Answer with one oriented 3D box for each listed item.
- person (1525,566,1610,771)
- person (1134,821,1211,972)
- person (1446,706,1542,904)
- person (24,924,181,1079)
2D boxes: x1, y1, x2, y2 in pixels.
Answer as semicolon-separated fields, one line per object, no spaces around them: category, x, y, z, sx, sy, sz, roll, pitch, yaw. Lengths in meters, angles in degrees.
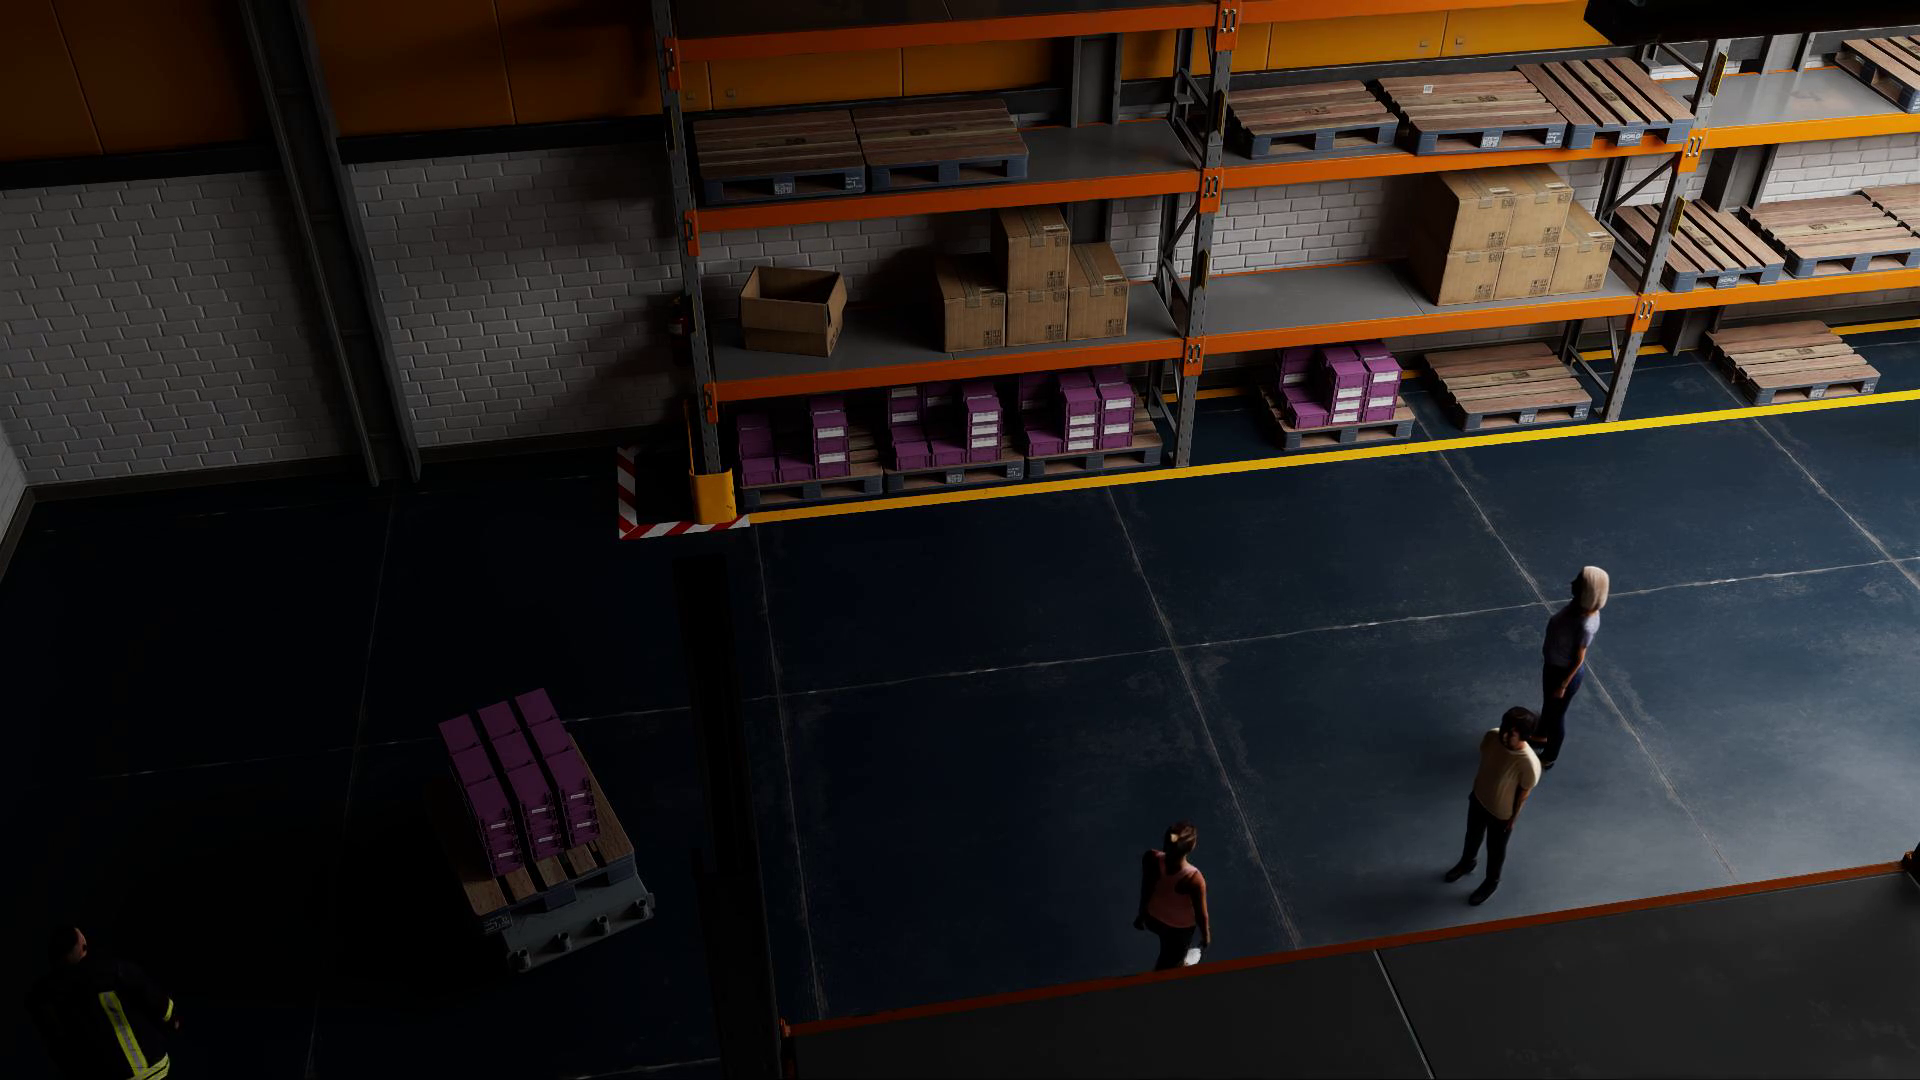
person;4.067;0.852;11.184;0.607;1.723;0.634;5;39;6
person;1.157;2.247;9.527;0.999;1.611;1.144;30;47;32
person;3.331;1.621;10.332;0.562;1.584;0.626;-16;41;-19
person;-4.458;2.718;8.757;1.090;1.834;0.885;-9;40;-11
